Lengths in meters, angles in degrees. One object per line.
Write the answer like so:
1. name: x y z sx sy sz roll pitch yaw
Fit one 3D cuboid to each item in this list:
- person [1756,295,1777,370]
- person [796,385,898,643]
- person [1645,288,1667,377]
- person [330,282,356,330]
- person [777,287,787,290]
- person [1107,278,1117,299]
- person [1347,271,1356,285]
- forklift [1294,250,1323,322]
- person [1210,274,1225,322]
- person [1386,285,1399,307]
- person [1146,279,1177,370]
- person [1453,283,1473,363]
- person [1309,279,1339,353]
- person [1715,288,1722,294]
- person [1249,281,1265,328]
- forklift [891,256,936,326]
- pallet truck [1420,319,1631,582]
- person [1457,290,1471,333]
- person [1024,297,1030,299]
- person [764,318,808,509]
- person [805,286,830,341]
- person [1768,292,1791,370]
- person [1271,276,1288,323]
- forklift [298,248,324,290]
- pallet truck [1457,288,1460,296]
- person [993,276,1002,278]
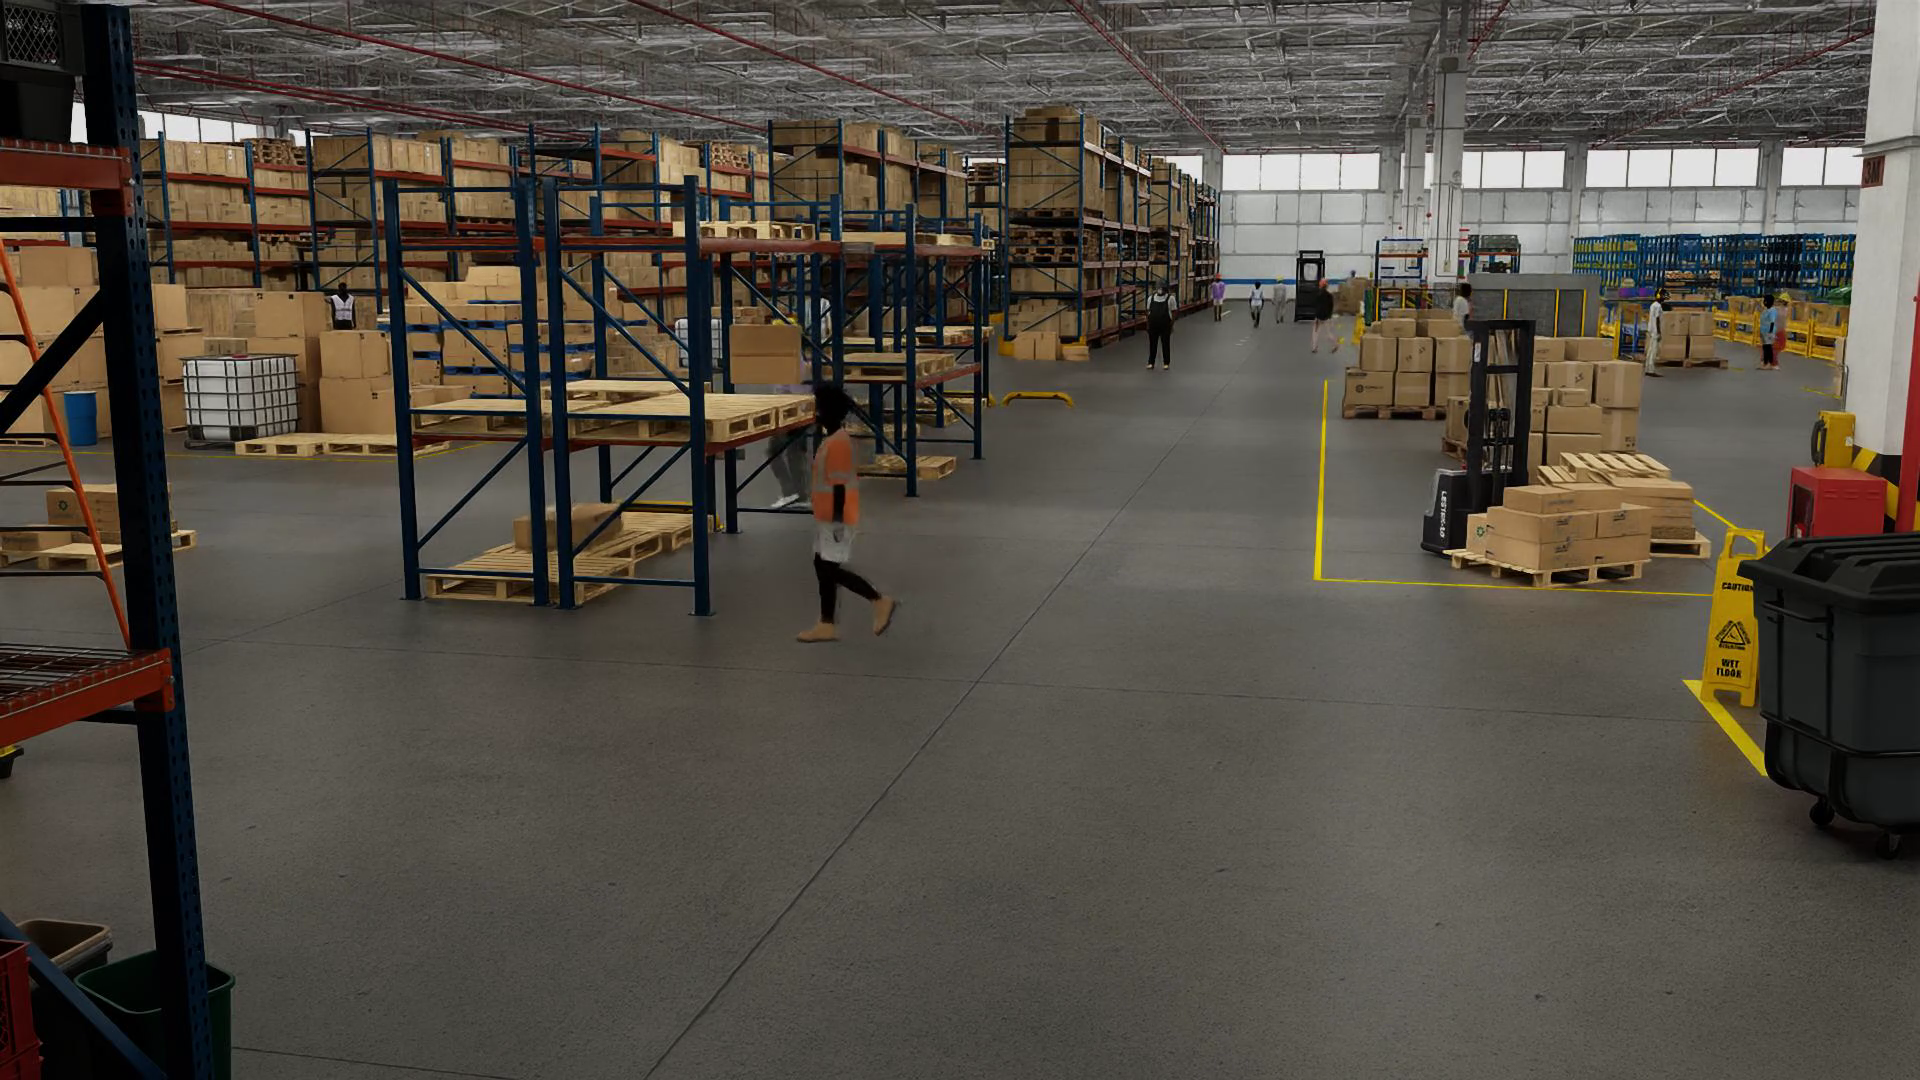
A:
1. person: 18.056 -4.635 37.178 0.320 1.694 0.536 1 10 6
2. person: -0.746 -0.155 10.666 0.570 1.676 0.540 -2 10 -12
3. person: 14.662 -4.357 35.020 0.331 1.865 0.519 1 10 9
4. person: -15.251 -5.417 41.163 0.592 1.911 0.385 -8 12 -38
5. person: -7.052 -9.606 65.980 0.844 1.914 0.640 9 13 43
6. person: 7.835 -13.010 86.335 0.648 1.832 0.435 1 10 5
7. person: 19.806 -12.592 83.666 0.980 1.893 0.641 9 13 44
8. forklift: 13.778 -10.002 65.433 1.129 2.768 1.873 2 10 12
9. person: 10.233 -9.614 66.078 0.568 1.879 0.992 2 10 9
10. person: 14.381 -7.693 55.510 0.514 1.611 0.661 8 12 39
11. person: 4.483 -4.840 37.351 0.689 2.000 0.539 3 10 19
12. person: 11.675 -4.942 38.287 0.946 1.921 0.641 0 10 2
13. person: 9.566 -5.855 43.590 0.623 1.970 0.863 -6 11 -31
14. person: 40.395 -13.341 88.420 0.960 1.795 0.575 0 10 -2
15. person: 10.693 -8.479 59.932 0.556 1.684 0.367 1 10 3
16. forklift: -1.227 -5.798 40.541 1.129 2.768 1.873 2 10 12
17. pallet truck: 4.543 -0.757 13.299 0.823 1.965 1.885 -4 10 -22
18. person: 12.055 -5.168 40.233 0.528 1.727 0.882 -9 13 -43
19. person: 2.799 -9.353 65.357 0.537 1.601 0.752 2 10 12
20. person: -1.737 -1.237 16.405 0.511 1.905 0.610 0 10 3
21. person: -3.285 -4.950 38.521 0.599 1.861 0.699 0 10 1
22. person: 18.386 -4.699 37.406 0.540 1.738 0.503 -5 11 -28
23. person: 12.399 -9.329 64.595 0.617 1.809 0.627 1 10 7
24. forklift: -19.653 -7.541 50.861 1.129 2.768 1.873 -2 10 -12
25. pallet truck: 20.506 -9.785 68.819 0.653 1.274 1.630 2 10 12
26. person: 2.082 -13.948 91.639 0.561 1.918 0.460 1 10 4
